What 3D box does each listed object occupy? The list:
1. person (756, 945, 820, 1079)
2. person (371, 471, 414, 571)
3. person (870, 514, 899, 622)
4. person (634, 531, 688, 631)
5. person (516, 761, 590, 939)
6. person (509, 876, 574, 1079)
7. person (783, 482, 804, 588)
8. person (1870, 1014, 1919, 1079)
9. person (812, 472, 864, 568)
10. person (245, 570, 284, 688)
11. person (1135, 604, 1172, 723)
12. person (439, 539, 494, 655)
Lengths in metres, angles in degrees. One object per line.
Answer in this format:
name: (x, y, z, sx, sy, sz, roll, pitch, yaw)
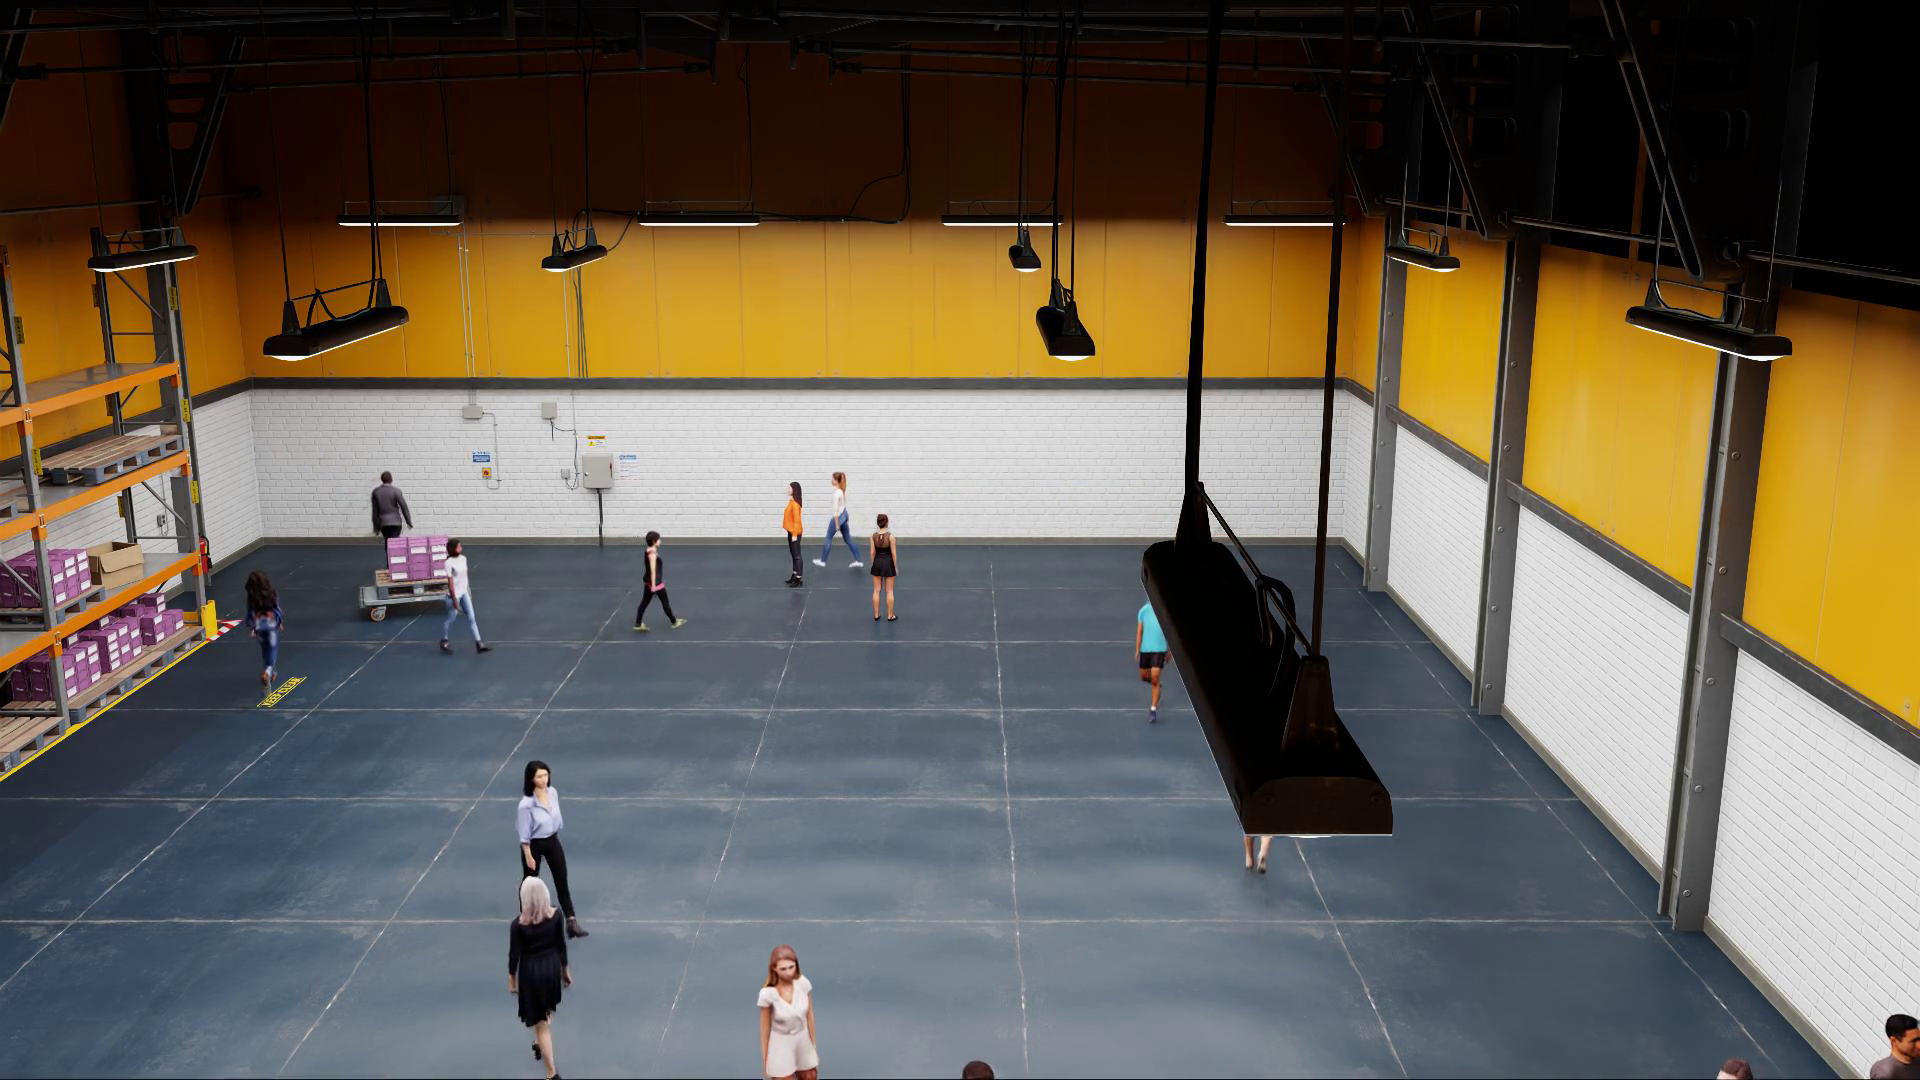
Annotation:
person: (-1.253, 3.665, 11.998, 0.808, 1.684, 0.924, -8, 16, -29)
person: (-9.567, -0.218, 27.814, 0.790, 1.788, 0.983, 2, 14, 7)
person: (-1.173, 0.411, 25.459, 0.639, 1.675, 0.636, 4, 14, 15)
person: (-4.659, 0.637, 24.866, 0.914, 1.515, 1.027, -7, 15, -25)
person: (-3.926, 2.844, 15.333, 1.085, 1.710, 1.074, 10, 17, 36)
person: (-3.208, 3.443, 12.826, 0.929, 1.727, 1.047, -10, 17, -35)
person: (-2.725, -0.110, 27.452, 0.732, 1.749, 0.575, -4, 14, -14)
person: (6.044, 3.902, 10.844, 0.730, 1.768, 0.720, -1, 14, -5)
person: (-1.969, -0.301, 28.399, 0.987, 1.674, 1.154, 6, 15, 23)
person: (-9.318, 1.214, 22.318, 0.706, 1.591, 1.045, -2, 14, -8)
person: (2.486, 1.401, 21.201, 0.894, 1.754, 1.098, 6, 15, 23)
person: (-7.238, 0.828, 23.738, 0.987, 1.673, 1.150, 6, 15, 24)
